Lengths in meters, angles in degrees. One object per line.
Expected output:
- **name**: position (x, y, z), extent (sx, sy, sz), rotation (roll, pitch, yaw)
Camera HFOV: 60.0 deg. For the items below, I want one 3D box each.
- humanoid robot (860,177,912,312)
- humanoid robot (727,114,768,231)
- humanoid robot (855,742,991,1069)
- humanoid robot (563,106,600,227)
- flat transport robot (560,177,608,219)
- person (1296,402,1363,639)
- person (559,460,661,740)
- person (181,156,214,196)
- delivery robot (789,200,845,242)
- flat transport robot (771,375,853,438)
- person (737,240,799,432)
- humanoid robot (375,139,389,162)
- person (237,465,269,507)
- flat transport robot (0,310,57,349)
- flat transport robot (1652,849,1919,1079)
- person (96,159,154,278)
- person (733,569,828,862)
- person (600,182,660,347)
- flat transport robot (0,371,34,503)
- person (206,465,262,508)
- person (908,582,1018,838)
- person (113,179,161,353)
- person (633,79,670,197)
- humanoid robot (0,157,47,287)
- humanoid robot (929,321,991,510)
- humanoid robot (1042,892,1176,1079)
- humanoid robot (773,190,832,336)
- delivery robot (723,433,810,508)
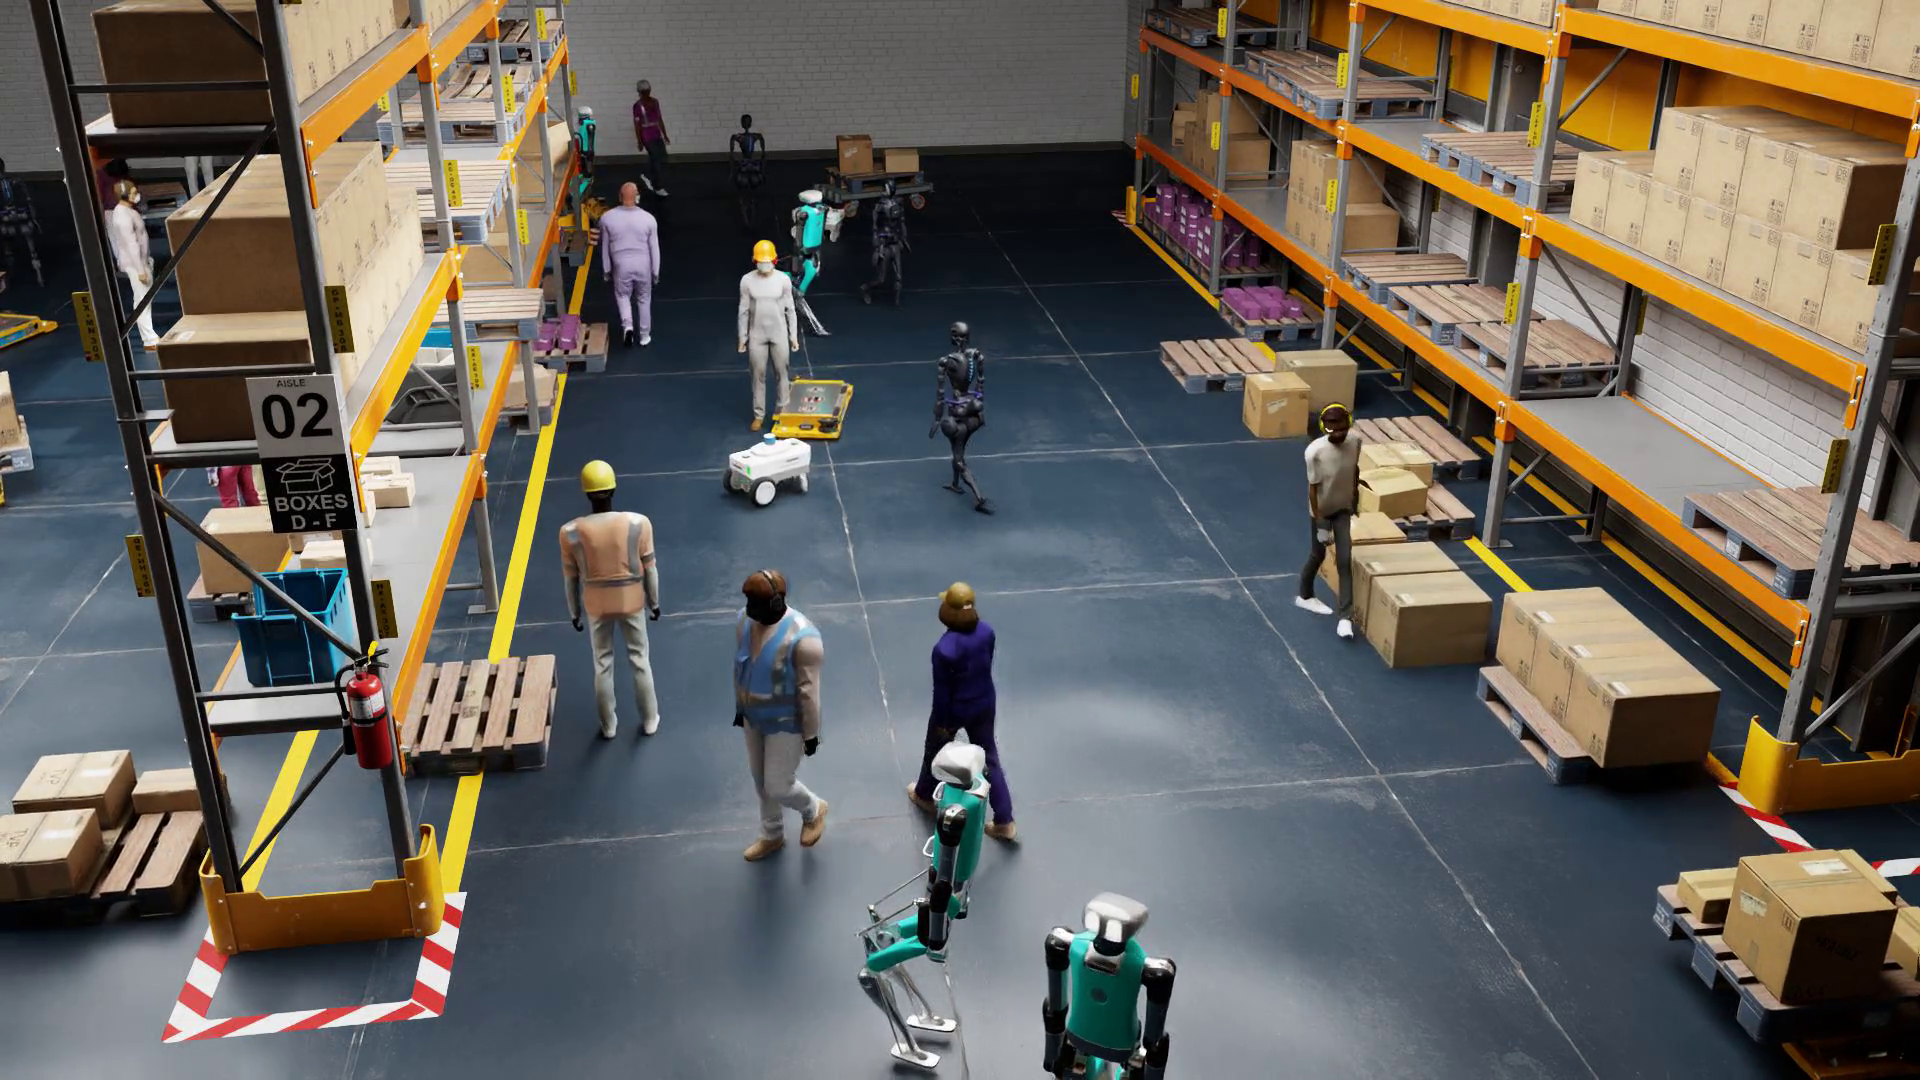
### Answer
- **humanoid robot**: position (-0.904, -3.612, 20.181), extent (0.621, 1.635, 0.612), rotation (20, 31, 38)
- **humanoid robot**: position (-3.087, -5.307, 24.034), extent (0.603, 1.656, 0.456), rotation (-12, 26, -24)
- **humanoid robot**: position (-0.224, 1.703, 7.872), extent (0.731, 1.707, 0.530), rotation (6, 24, 14)
- **humanoid robot**: position (-5.620, -5.346, 24.062), extent (0.857, 1.786, 0.577), rotation (-10, 26, -21)
- **flat transport robot**: position (-6.093, -4.999, 25.068), extent (1.431, 0.231, 0.659), rotation (0, 24, 1)
- **person**: position (2.751, -0.173, 12.157), extent (0.580, 1.806, 0.834), rotation (-7, 25, -16)
- **person**: position (-2.234, 0.402, 10.713), extent (0.589, 1.919, 0.380), rotation (-4, 24, -8)
- **person**: position (-11.654, -6.007, 25.409), extent (0.429, 1.844, 0.626), rotation (21, 31, 39)
- **delivery robot**: position (-2.041, -4.538, 23.679), extent (0.781, 0.610, 0.524), rotation (6, 24, 13)
- **flat transport robot**: position (-1.476, -1.337, 16.724), extent (0.659, 0.231, 1.431), rotation (1, 24, 2)
- **person**: position (-1.874, -1.995, 16.210), extent (0.596, 1.891, 0.376), rotation (-3, 24, -6)
- **humanoid robot**: position (-7.550, -4.540, 22.280), extent (0.451, 1.643, 0.609), rotation (20, 30, 38)
- **person**: position (-6.085, -0.933, 13.966), extent (0.563, 1.743, 0.350), rotation (-9, 25, -19)
- **flat transport robot**: position (-11.082, -2.317, 18.956), extent (0.659, 0.231, 1.431), rotation (5, 24, 11)
- **flat transport robot**: position (4.309, 2.234, 8.588), extent (0.659, 0.231, 1.431), rotation (-3, 24, -7)
- **person**: position (-10.822, -4.299, 21.425), extent (0.654, 1.921, 0.537), rotation (14, 27, 29)
- **person**: position (-1.056, 1.009, 9.440), extent (0.650, 1.826, 0.453), rotation (20, 31, 38)
- **person**: position (-3.677, -3.051, 18.612), extent (0.665, 1.879, 0.533), rotation (-3, 24, -7)
- **flat transport robot**: position (-9.032, -0.582, 15.004), extent (0.659, 0.231, 1.431), rotation (-13, 27, -27)
- **person**: position (-5.877, -0.609, 13.379), extent (0.277, 1.628, 0.503), rotation (6, 24, 14)
- **person**: position (0.033, 0.986, 9.785), extent (0.439, 1.582, 0.830), rotation (-17, 29, -33)
- **person**: position (-9.156, -3.056, 18.565), extent (0.373, 1.940, 0.630), rotation (-11, 26, -24)
- **person**: position (-4.854, -6.338, 26.182), extent (0.590, 1.819, 0.567), rotation (14, 27, 28)
- **humanoid robot**: position (-12.062, -4.059, 21.201), extent (0.585, 1.634, 0.615), rotation (-20, 31, -38)
- **humanoid robot**: position (0.050, -1.089, 14.474), extent (0.605, 1.653, 0.734), rotation (-21, 31, -40)
- **humanoid robot**: position (0.660, 2.158, 6.961), extent (0.550, 1.799, 0.836), rotation (10, 26, 22)
- **humanoid robot**: position (-1.934, -3.178, 19.157), extent (1.008, 1.754, 0.530), rotation (14, 27, 28)
- **delivery robot**: position (-1.710, -0.638, 14.791), extent (0.778, 0.607, 0.499), rotation (-19, 30, -36)
